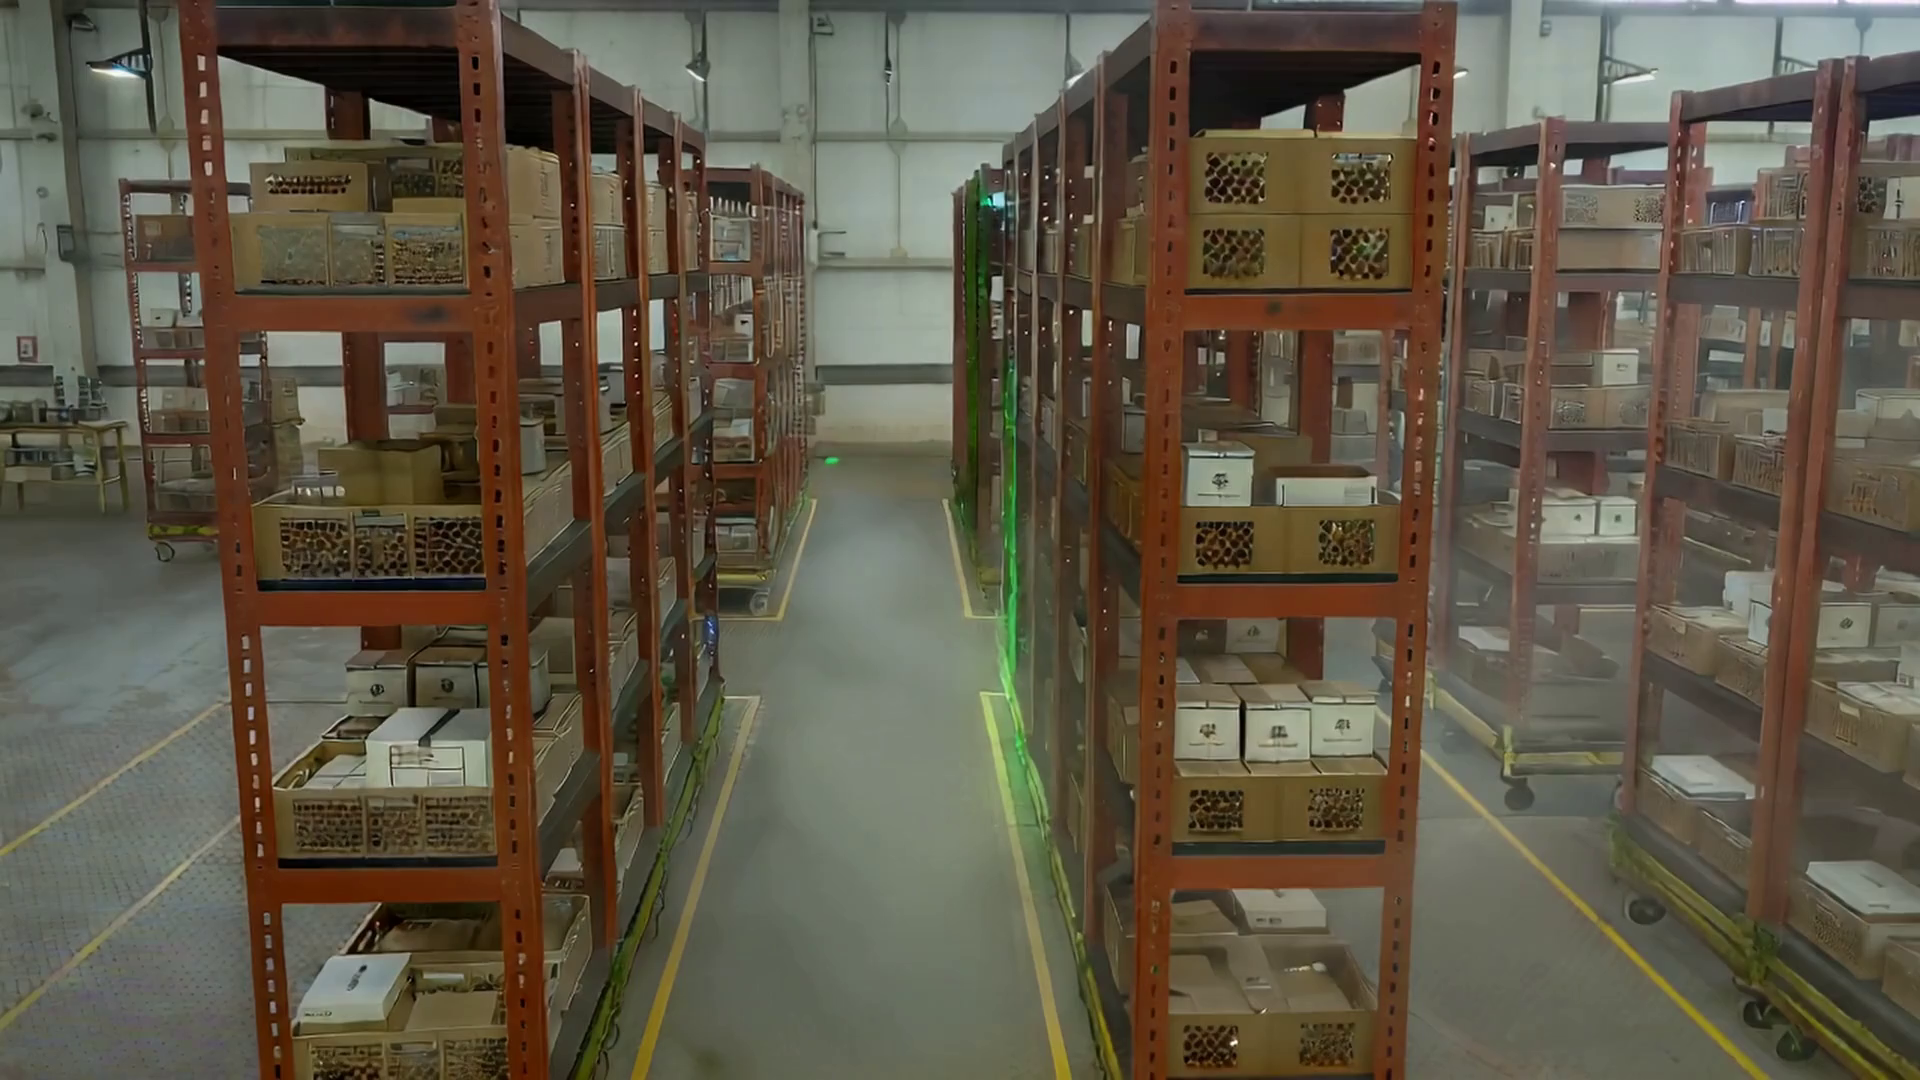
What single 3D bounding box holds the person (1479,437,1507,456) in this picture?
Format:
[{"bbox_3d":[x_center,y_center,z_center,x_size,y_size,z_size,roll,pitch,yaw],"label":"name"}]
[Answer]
[{"bbox_3d":[6.338,-1.400,19.784,0.621,1.809,0.760,-3,10,-15],"label":"person"}]
